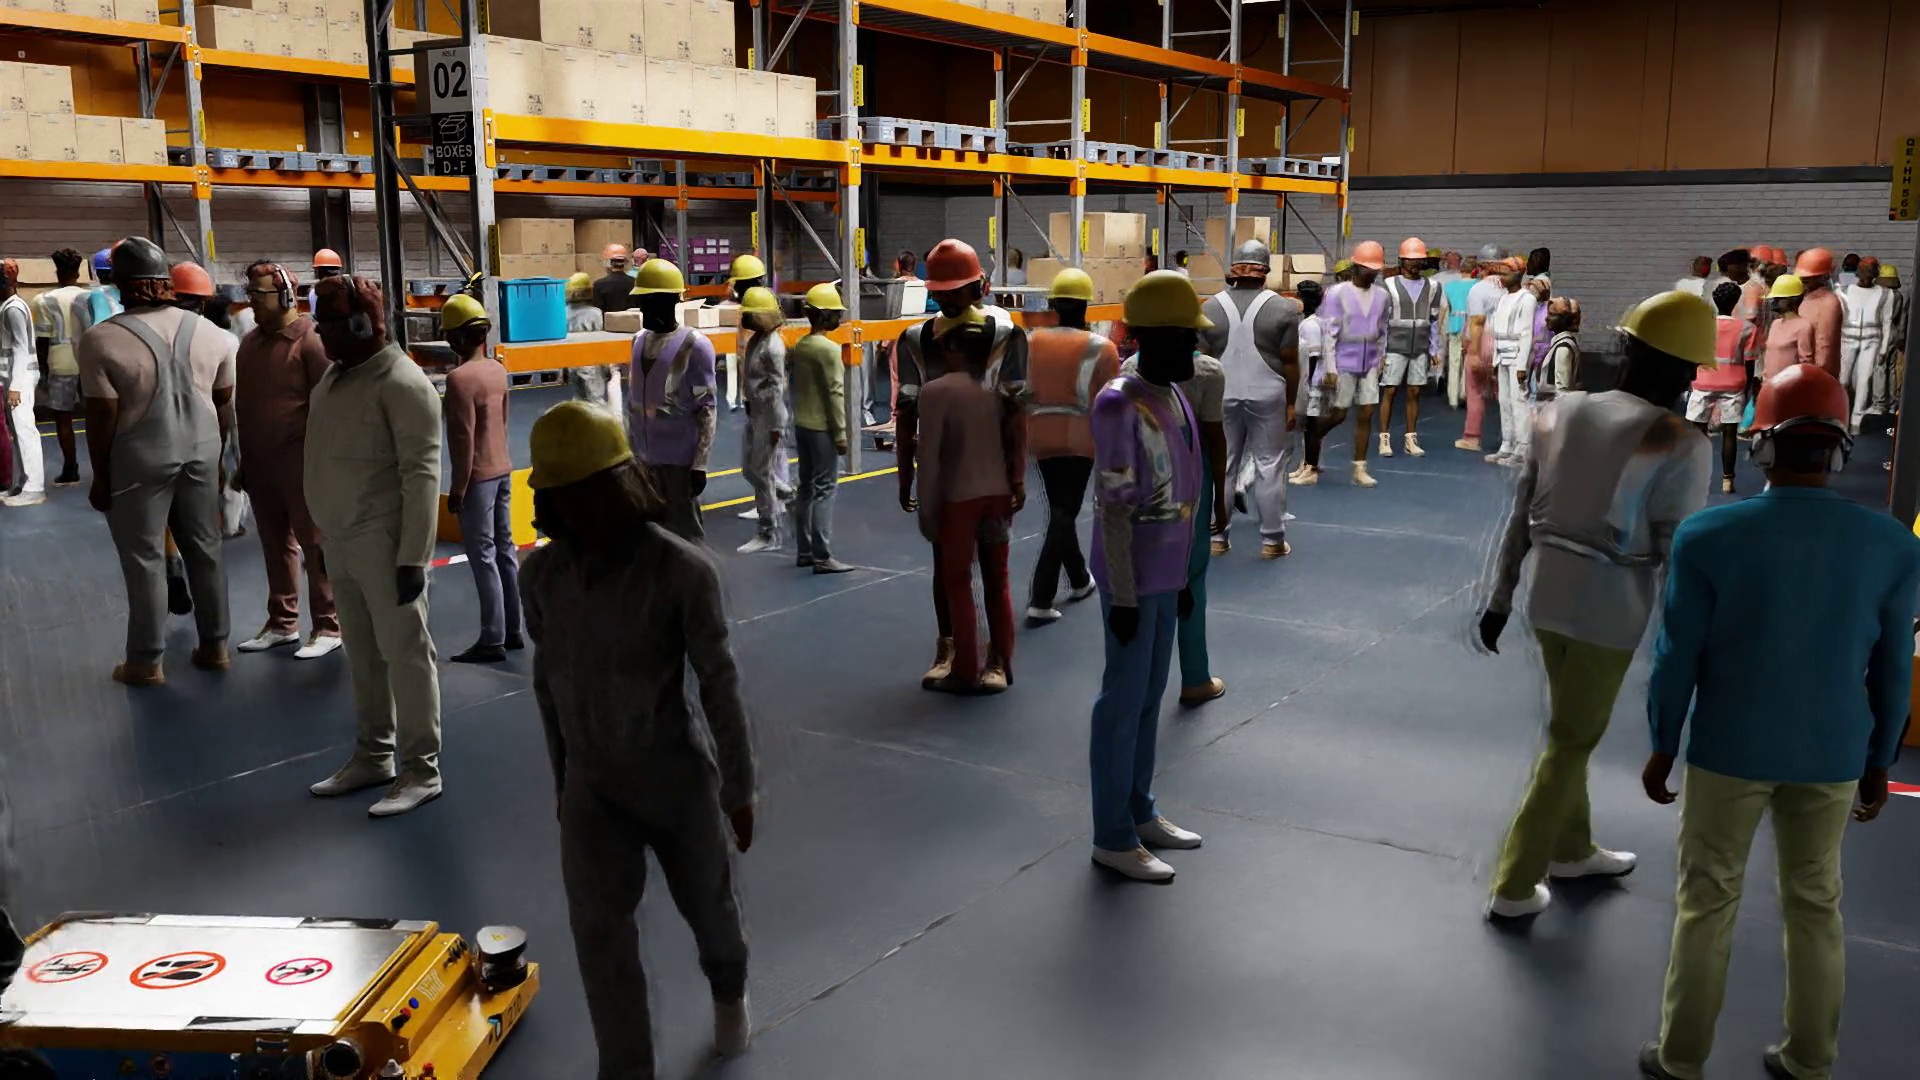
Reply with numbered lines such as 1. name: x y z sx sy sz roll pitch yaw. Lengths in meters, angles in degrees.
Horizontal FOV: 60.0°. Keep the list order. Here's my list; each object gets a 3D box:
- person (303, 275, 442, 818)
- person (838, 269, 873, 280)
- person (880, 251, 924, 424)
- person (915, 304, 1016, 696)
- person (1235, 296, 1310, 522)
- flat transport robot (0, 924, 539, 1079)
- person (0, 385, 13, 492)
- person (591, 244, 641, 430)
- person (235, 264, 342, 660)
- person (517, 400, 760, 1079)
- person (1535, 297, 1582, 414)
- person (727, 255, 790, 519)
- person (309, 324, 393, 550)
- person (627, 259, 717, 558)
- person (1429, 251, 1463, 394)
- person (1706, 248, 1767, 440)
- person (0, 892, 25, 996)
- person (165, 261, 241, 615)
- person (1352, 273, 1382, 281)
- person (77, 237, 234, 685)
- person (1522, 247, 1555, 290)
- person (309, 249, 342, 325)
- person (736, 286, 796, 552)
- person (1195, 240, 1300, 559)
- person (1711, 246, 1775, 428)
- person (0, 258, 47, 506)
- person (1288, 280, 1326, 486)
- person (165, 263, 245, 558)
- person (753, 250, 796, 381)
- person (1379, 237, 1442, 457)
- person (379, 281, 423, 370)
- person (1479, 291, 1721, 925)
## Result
1. person: -2.101 0.022 5.895 0.637 1.904 0.403 9 14 41
2. person: -1.658 -3.670 26.433 0.638 1.888 1.016 4 11 22
3. person: -0.560 -2.123 17.782 0.593 1.907 0.414 -6 12 -31
4. person: 0.027 -0.180 7.445 0.564 1.750 0.382 -6 12 -32
5. person: 2.232 -0.918 11.846 0.429 1.623 0.542 -7 12 -35
6. flat transport robot: -1.851 1.155 4.134 1.431 0.197 0.652 1 10 3
7. person: -7.754 -1.315 13.046 0.381 1.994 0.617 8 13 38
8. person: -3.630 -2.147 17.775 0.648 1.976 0.525 -7 12 -34
9. person: -3.289 -0.376 8.087 0.641 1.908 0.408 5 11 26
10. person: -0.688 0.512 3.765 0.546 1.698 0.853 3 11 15
11. person: 4.027 -0.811 11.220 0.307 1.645 0.517 3 11 17
12. person: -1.480 -1.110 12.143 0.419 1.914 0.612 2 11 13
13. person: -2.775 -0.211 7.859 0.540 1.671 0.658 -8 13 -36
14. person: -1.472 -0.437 8.365 0.585 1.929 0.371 8 13 38
15. person: 6.357 -2.804 21.621 0.658 1.880 0.697 3 11 17
16. person: 7.893 -1.971 16.856 0.692 1.921 0.678 0 10 0
17. person: -1.796 0.654 2.678 1.030 1.805 0.544 -2 10 -13
18. person: -4.114 -0.517 8.862 0.565 1.919 0.668 -3 11 -14
19. person: 6.306 -3.592 25.858 0.424 1.930 0.688 -5 11 -25
20. person: -3.718 -0.365 7.652 0.538 2.000 0.684 7 12 34
21. person: 8.110 -3.149 23.419 0.591 1.917 0.379 -6 12 -32
22. person: -5.980 -1.795 15.865 0.365 1.935 0.552 5 11 26
23. person: -1.222 -0.783 10.811 0.468 1.728 0.491 -4 11 -22
24. person: 1.855 -0.907 10.657 0.674 2.000 0.535 4 11 23
25. person: 8.439 -2.143 17.733 0.868 1.946 0.655 -3 11 -17
26. person: -7.261 -1.207 12.760 0.355 1.882 0.576 -7 12 -35
27. person: 2.869 -1.297 13.774 0.316 1.696 0.540 2 10 9
28. person: -4.940 -0.838 10.706 0.593 1.898 0.640 7 12 33
29. person: -2.594 -3.101 23.180 0.703 1.919 0.553 -5 11 -25
30. person: 4.184 -1.785 15.513 0.609 2.044 0.395 -1 10 -5
31. person: -4.874 -1.435 14.428 0.484 1.737 0.305 2 10 10
32. person: 1.917 0.212 4.904 0.771 1.870 0.681 -6 12 -29
